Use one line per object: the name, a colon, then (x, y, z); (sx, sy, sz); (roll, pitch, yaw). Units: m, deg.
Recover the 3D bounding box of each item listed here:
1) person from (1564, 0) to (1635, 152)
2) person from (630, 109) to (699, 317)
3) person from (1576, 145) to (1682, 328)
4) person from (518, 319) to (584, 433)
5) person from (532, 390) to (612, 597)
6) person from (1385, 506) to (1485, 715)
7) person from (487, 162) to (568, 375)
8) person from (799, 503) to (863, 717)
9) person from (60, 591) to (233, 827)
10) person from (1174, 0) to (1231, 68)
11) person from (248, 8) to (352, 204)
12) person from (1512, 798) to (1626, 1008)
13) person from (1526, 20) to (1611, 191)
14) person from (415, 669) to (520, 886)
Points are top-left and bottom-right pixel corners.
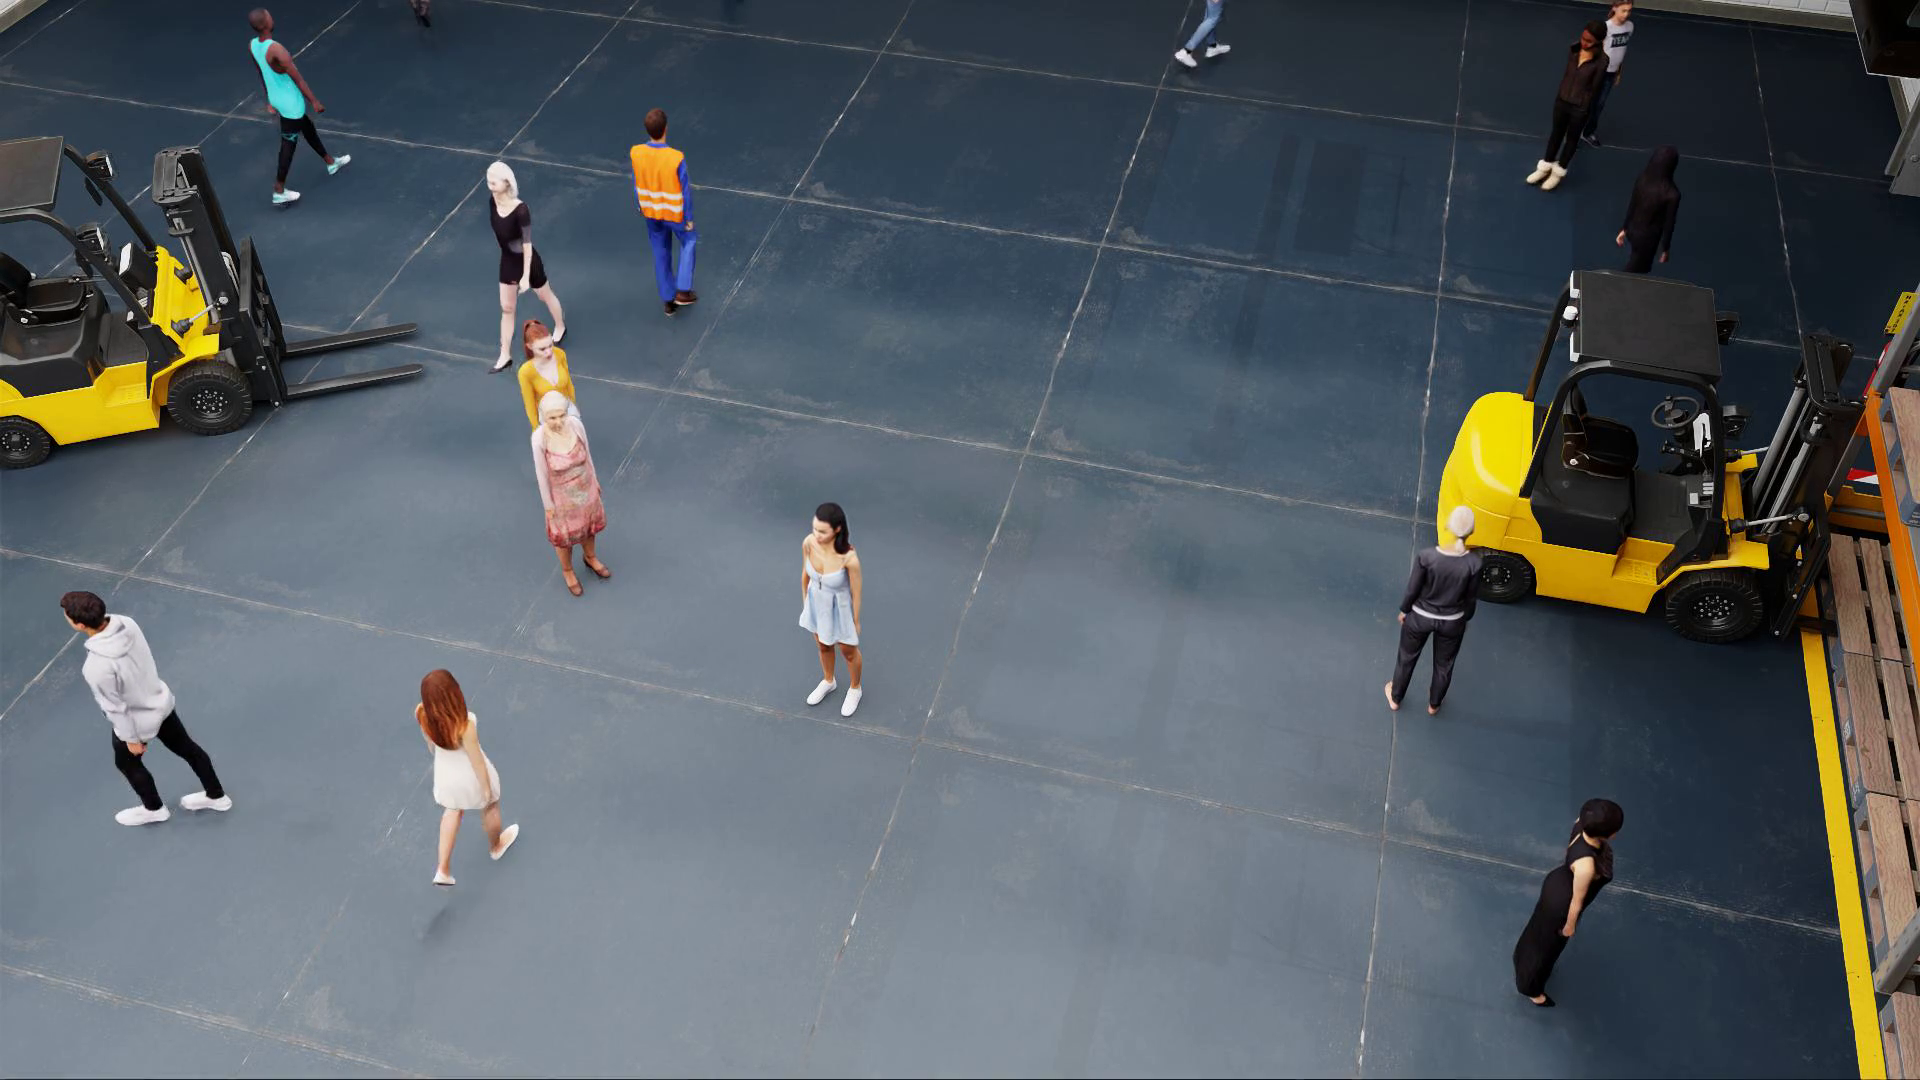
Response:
person: (6.132, -4.482, 15.866); (0.618, 1.553, 0.645); (-10, 45, -11)
person: (-2.455, -2.642, 13.720); (0.723, 1.849, 0.692); (6, 44, 7)
person: (5.509, -2.411, 13.594); (1.083, 1.690, 1.186); (-12, 45, -12)
person: (-2.980, -0.893, 11.967); (0.785, 1.735, 0.653); (29, 51, 27)
person: (-2.690, -0.350, 11.428); (0.667, 1.692, 0.758); (-34, 53, -31)
person: (3.027, 0.461, 10.551); (0.607, 1.728, 0.520); (8, 44, 9)
person: (-3.442, -2.247, 13.345); (0.790, 1.795, 1.138); (21, 47, 21)
person: (-0.801, 0.427, 10.585); (0.626, 1.731, 0.586); (19, 47, 19)
person: (-4.743, 1.013, 9.844); (0.913, 1.904, 0.924); (0, 44, 0)
person: (2.517, -5.701, 16.916); (1.109, 1.870, 1.072); (-19, 47, -18)
person: (-6.172, -3.892, 15.092); (0.940, 1.768, 1.258); (27, 50, 25)
person: (3.289, 1.949, 9.080); (0.631, 1.602, 0.441); (10, 44, 10)
person: (5.629, -3.991, 15.273); (0.670, 1.661, 0.716); (30, 51, 27)
person: (-2.917, 1.402, 9.584); (0.609, 1.699, 0.920); (15, 46, 15)
